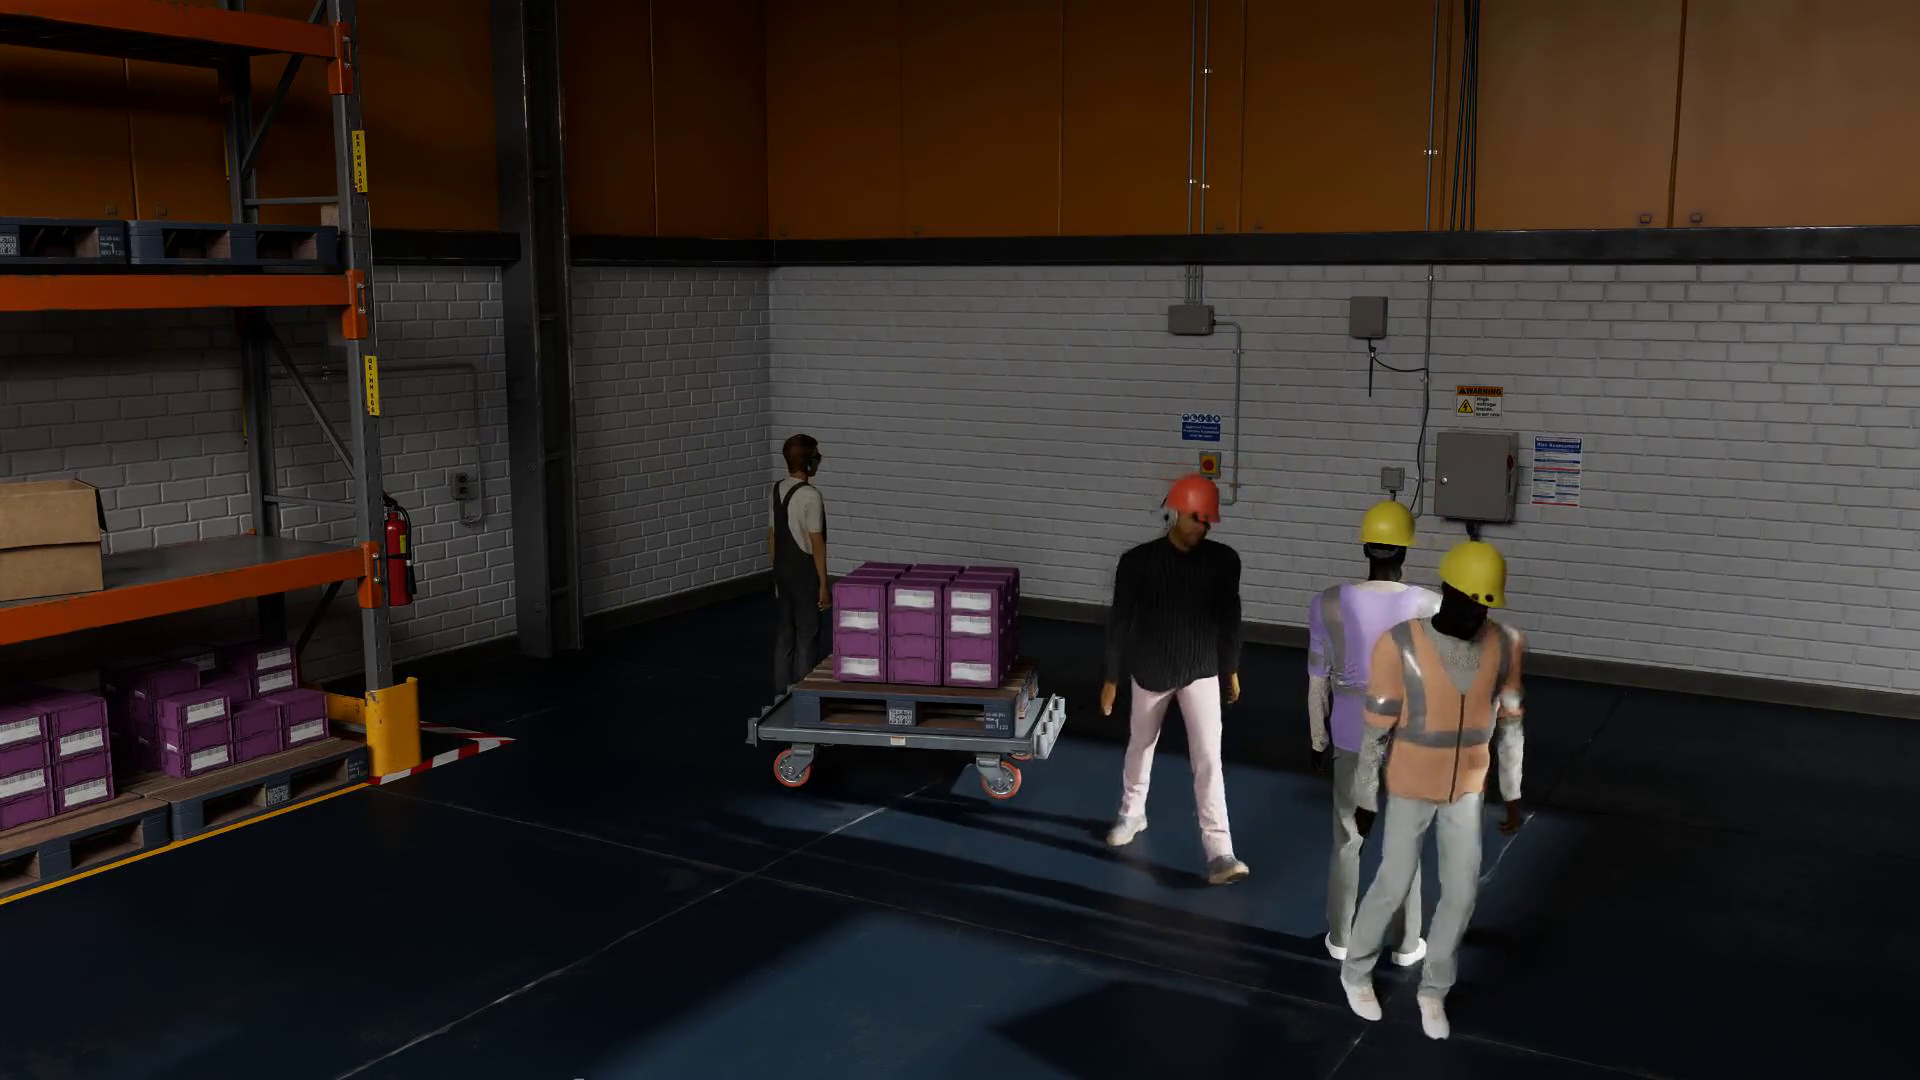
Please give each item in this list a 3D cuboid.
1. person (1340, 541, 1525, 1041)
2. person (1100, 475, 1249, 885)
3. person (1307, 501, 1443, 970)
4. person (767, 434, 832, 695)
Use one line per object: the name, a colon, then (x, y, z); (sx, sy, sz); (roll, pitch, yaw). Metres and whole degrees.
person: (1.790, 0.918, 6.232); (0.629, 1.878, 0.589); (-2, 9, -10)
person: (1.008, 0.631, 7.891); (0.697, 1.913, 1.090); (-1, 9, -5)
person: (1.712, 0.798, 6.797); (0.588, 1.927, 0.366); (3, 10, 18)
person: (-0.995, 0.259, 10.414); (0.348, 1.847, 0.505); (-8, 12, -41)
